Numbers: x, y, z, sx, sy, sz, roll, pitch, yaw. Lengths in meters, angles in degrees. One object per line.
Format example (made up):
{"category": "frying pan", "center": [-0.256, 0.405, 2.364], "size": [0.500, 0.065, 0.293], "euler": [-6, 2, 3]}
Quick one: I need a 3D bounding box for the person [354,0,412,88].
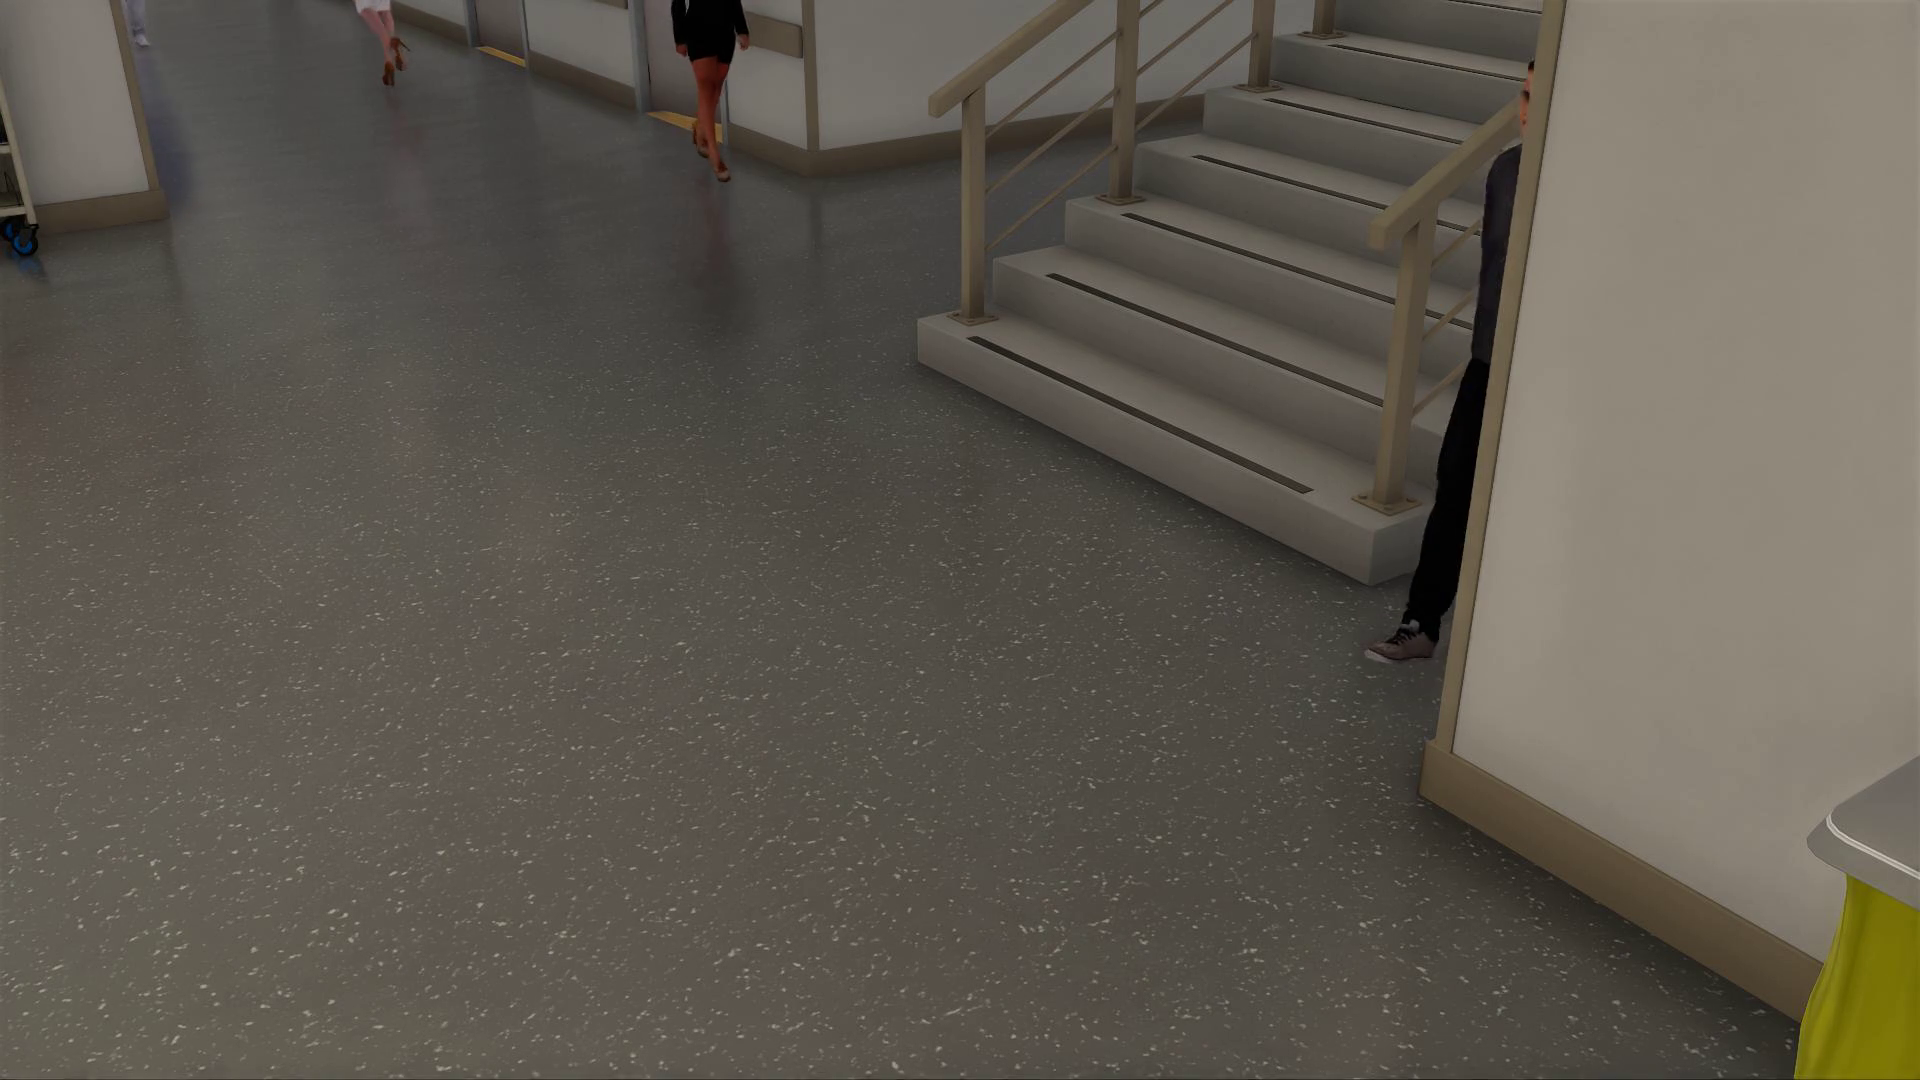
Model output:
{"category": "person", "center": [-4.369, -4.268, 12.447], "size": [0.805, 1.779, 0.668], "euler": [-19, 32, -35]}

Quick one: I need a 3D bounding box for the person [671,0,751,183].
{"category": "person", "center": [-1.544, -3.023, 10.068], "size": [0.916, 1.602, 0.621], "euler": [-18, 31, -32]}

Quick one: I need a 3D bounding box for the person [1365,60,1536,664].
{"category": "person", "center": [1.643, -0.460, 4.625], "size": [1.162, 1.714, 0.665], "euler": [-18, 31, -32]}
